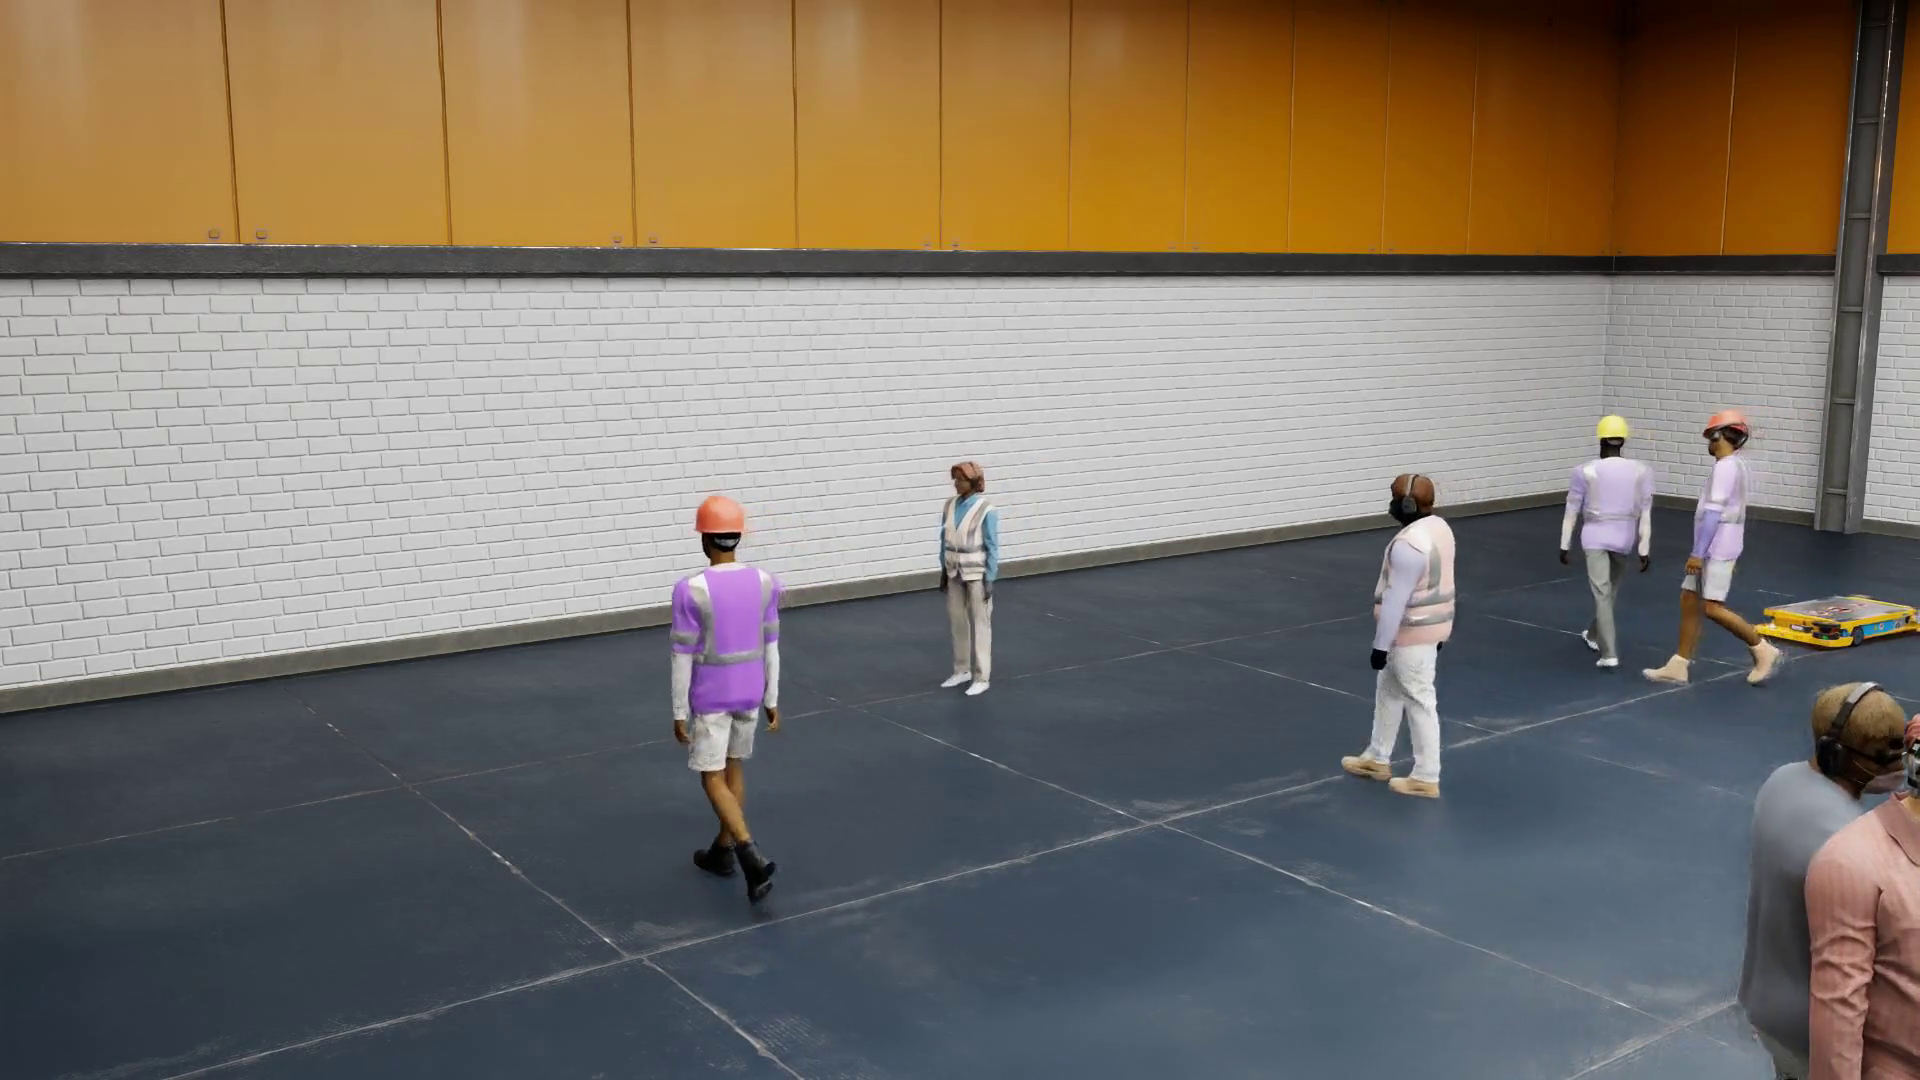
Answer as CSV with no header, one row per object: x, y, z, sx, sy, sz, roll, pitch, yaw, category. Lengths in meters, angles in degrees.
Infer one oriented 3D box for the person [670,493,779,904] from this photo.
-1.074,0.740,7.828,0.548,1.915,0.831,-6,11,-35,person

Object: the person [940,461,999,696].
0.063,0.256,11.644,0.518,1.641,0.307,9,13,43,person

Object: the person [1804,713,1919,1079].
2.389,1.344,4.111,0.643,1.909,0.410,-3,10,-18,person

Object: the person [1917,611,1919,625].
6.261,0.431,10.373,0.538,1.698,0.319,2,9,10,person

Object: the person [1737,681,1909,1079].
2.323,1.294,4.391,0.494,1.915,0.661,2,9,11,person

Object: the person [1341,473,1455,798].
2.424,0.527,9.405,0.756,1.819,0.654,6,11,31,person

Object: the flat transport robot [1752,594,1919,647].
7.148,0.643,13.462,1.431,0.197,0.652,-6,11,-31,flat transport robot

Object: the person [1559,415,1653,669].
4.862,0.000,12.530,0.604,1.869,1.043,0,9,3,person

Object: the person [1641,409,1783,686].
5.380,0.068,11.783,0.865,1.969,0.630,3,10,19,person
